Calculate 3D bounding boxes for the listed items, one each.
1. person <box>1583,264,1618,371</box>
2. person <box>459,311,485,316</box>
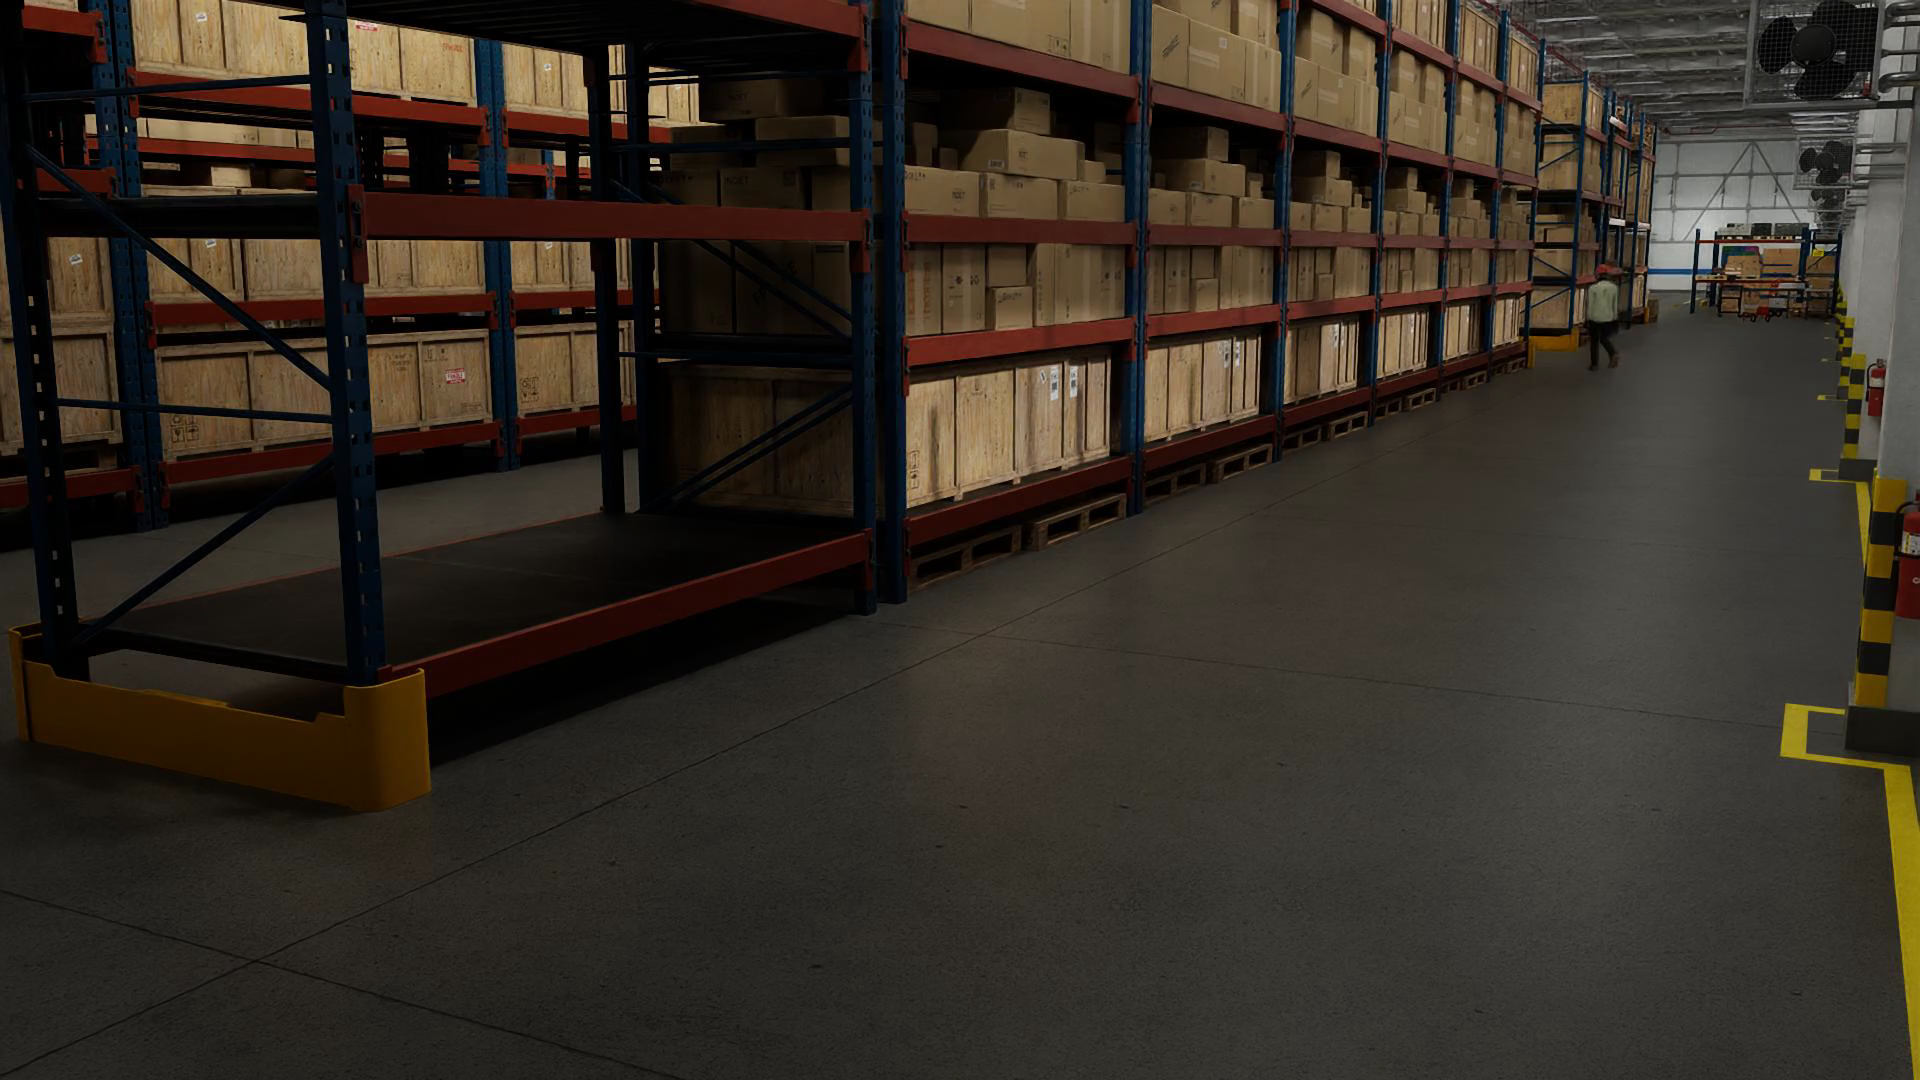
[{"bbox_3d":[11.797,-4.068,30.539,0.618,1.973,0.583,-2,10,-11],"label":"person"},{"bbox_3d":[-6.105,-2.412,21.369,0.589,1.822,0.403,-2,10,-11],"label":"person"}]
